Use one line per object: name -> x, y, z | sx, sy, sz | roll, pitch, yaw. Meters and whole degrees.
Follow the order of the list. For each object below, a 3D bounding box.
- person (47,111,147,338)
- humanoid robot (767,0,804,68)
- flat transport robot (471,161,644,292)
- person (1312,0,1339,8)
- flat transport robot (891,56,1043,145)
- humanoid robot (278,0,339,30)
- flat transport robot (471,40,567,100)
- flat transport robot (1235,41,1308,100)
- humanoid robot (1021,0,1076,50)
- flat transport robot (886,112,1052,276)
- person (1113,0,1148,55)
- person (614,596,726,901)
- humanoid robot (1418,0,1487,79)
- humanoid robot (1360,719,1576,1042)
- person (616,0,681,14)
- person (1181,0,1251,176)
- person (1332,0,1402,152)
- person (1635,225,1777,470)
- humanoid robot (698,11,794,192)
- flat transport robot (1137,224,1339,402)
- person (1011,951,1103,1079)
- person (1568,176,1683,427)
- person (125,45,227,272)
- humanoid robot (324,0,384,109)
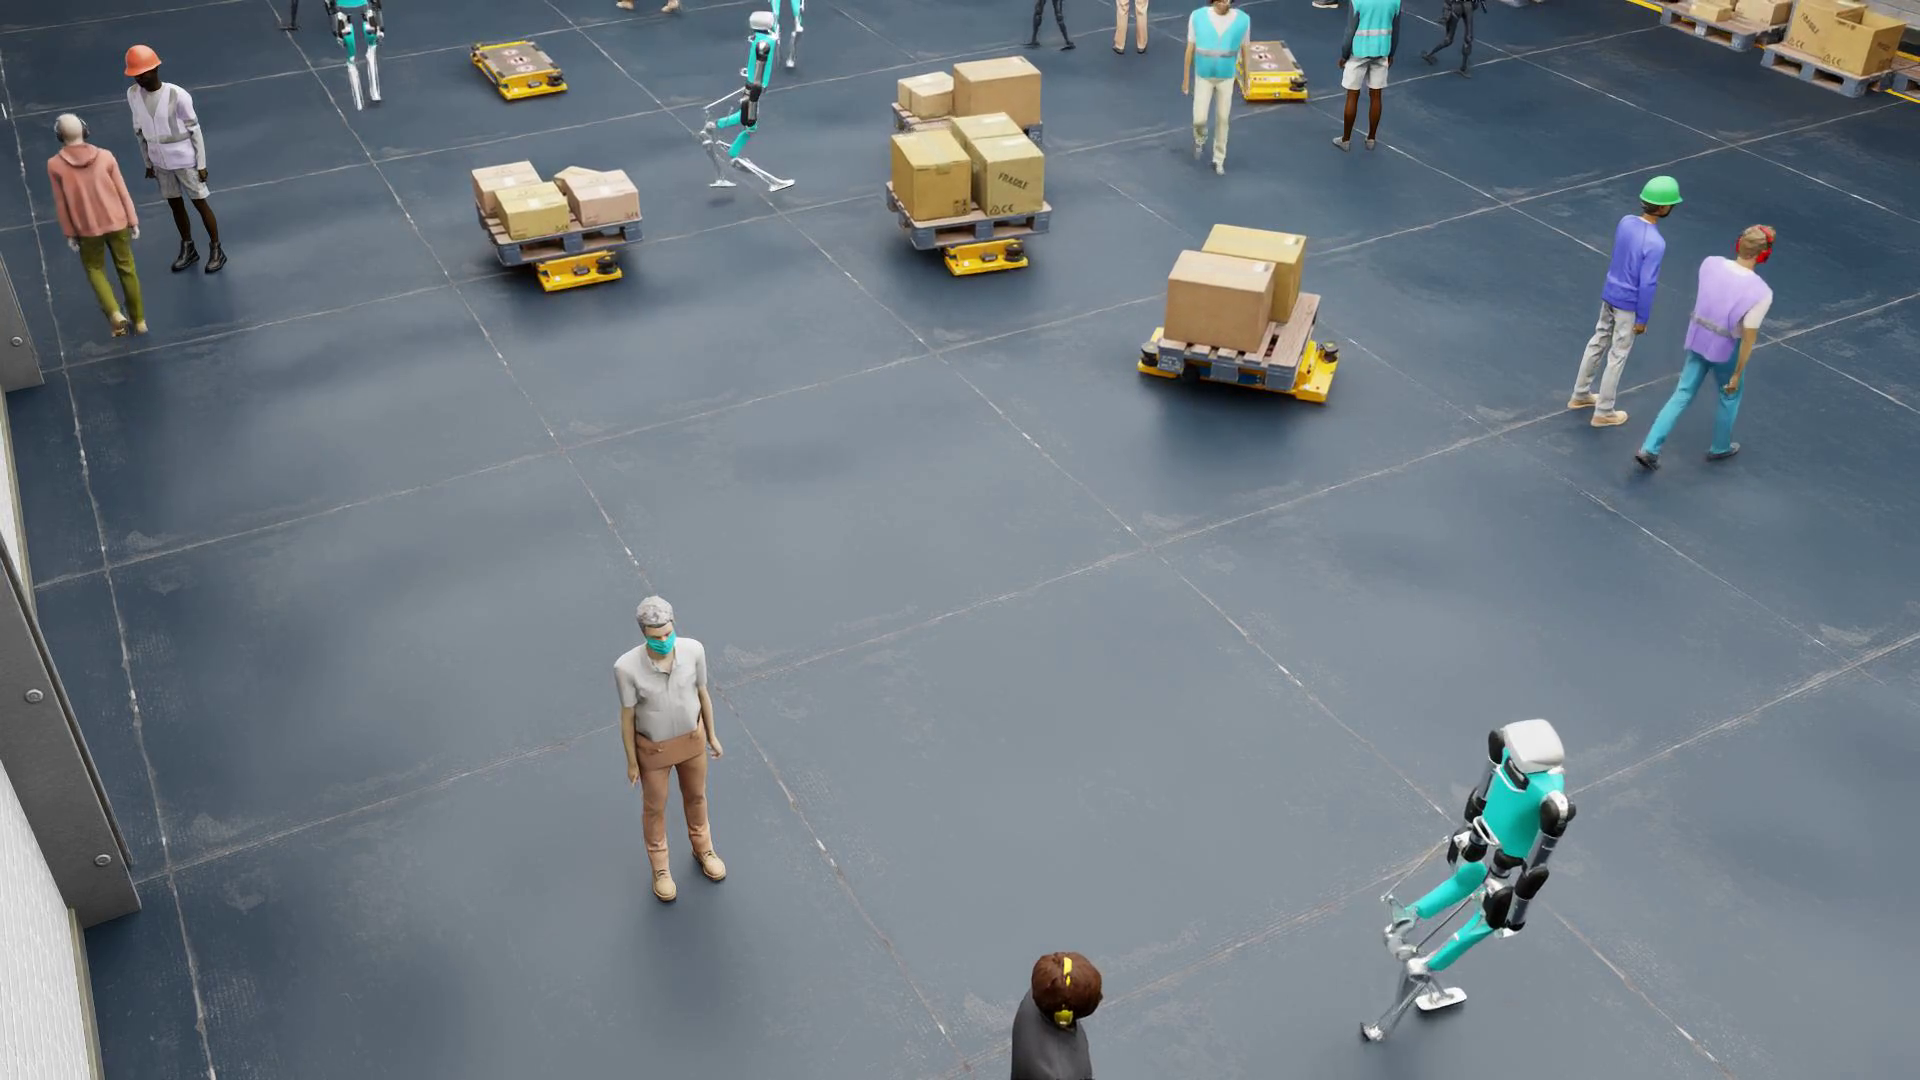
person -> -6.584, -2.384, 12.762 | 0.545, 1.824, 0.508 | -20, 40, -26
humanoid robot -> -1.850, -5.866, 17.865 | 0.551, 1.830, 0.773 | -6, 35, -8
flat transport robot -> -3.431, -2.557, 14.366 | 0.659, 0.231, 1.431 | -15, 38, -20
person -> 4.483, -7.336, 19.712 | 0.368, 1.966, 0.605 | 9, 36, 13
flat transport robot -> 0.071, -3.840, 16.198 | 0.659, 0.231, 1.431 | -12, 37, -16
humanoid robot -> -7.575, -6.687, 19.079 | 0.791, 1.629, 0.600 | -5, 35, -7
flat transport robot -> -4.793, -5.111, 18.014 | 0.659, 0.231, 1.431 | -17, 39, -23
flat transport robot -> 3.291, -5.098, 17.995 | 0.659, 0.231, 1.431 | -1, 35, -2
humanoid robot -> 1.017, -6.238, 18.412 | 0.620, 1.644, 0.589 | -11, 37, -16
flat transport robot -> 0.057, -2.727, 14.609 | 0.659, 0.231, 1.431 | -10, 36, -14
person -> 1.906, -6.220, 18.369 | 0.474, 1.674, 0.379 | -1, 35, -1
person -> -1.393, 0.989, 8.015 | 0.470, 1.747, 0.321 | -18, 39, -23
humanoid robot -> 5.345, -5.810, 17.808 | 0.608, 1.624, 0.618 | -20, 40, -26
humanoid robot -> 2.102, 1.581, 7.263 | 0.782, 1.890, 0.555 | -9, 36, -12
person -> -3.728, -7.032, 19.535 | 0.859, 1.659, 0.532 | 18, 39, 24
person -> 2.394, -4.303, 15.501 | 0.656, 1.825, 0.454 | 1, 35, 2
person -> 3.922, -4.670, 15.928 | 0.551, 1.941, 0.418 | -3, 35, -4
person -> 5.085, -1.276, 11.192 | 0.868, 1.804, 0.562 | -20, 40, -26
humanoid robot -> -2.047, -3.885, 14.997 | 1.012, 1.707, 0.542 | -2, 35, -2
flat transport robot -> 2.130, -1.391, 12.702 | 1.431, 0.231, 0.659 | 11, 37, 15
person -> 0.336, 2.200, 6.178 | 0.357, 1.874, 0.491 | -2, 35, -4
person -> 4.723, -1.685, 11.741 | 0.375, 1.865, 0.452 | -11, 36, -15
person -> -6.504, -3.131, 13.733 | 0.550, 1.935, 0.373 | 5, 35, 7
humanoid robot -> -6.140, -5.244, 16.962 | 0.536, 1.813, 0.797 | -11, 36, -15
